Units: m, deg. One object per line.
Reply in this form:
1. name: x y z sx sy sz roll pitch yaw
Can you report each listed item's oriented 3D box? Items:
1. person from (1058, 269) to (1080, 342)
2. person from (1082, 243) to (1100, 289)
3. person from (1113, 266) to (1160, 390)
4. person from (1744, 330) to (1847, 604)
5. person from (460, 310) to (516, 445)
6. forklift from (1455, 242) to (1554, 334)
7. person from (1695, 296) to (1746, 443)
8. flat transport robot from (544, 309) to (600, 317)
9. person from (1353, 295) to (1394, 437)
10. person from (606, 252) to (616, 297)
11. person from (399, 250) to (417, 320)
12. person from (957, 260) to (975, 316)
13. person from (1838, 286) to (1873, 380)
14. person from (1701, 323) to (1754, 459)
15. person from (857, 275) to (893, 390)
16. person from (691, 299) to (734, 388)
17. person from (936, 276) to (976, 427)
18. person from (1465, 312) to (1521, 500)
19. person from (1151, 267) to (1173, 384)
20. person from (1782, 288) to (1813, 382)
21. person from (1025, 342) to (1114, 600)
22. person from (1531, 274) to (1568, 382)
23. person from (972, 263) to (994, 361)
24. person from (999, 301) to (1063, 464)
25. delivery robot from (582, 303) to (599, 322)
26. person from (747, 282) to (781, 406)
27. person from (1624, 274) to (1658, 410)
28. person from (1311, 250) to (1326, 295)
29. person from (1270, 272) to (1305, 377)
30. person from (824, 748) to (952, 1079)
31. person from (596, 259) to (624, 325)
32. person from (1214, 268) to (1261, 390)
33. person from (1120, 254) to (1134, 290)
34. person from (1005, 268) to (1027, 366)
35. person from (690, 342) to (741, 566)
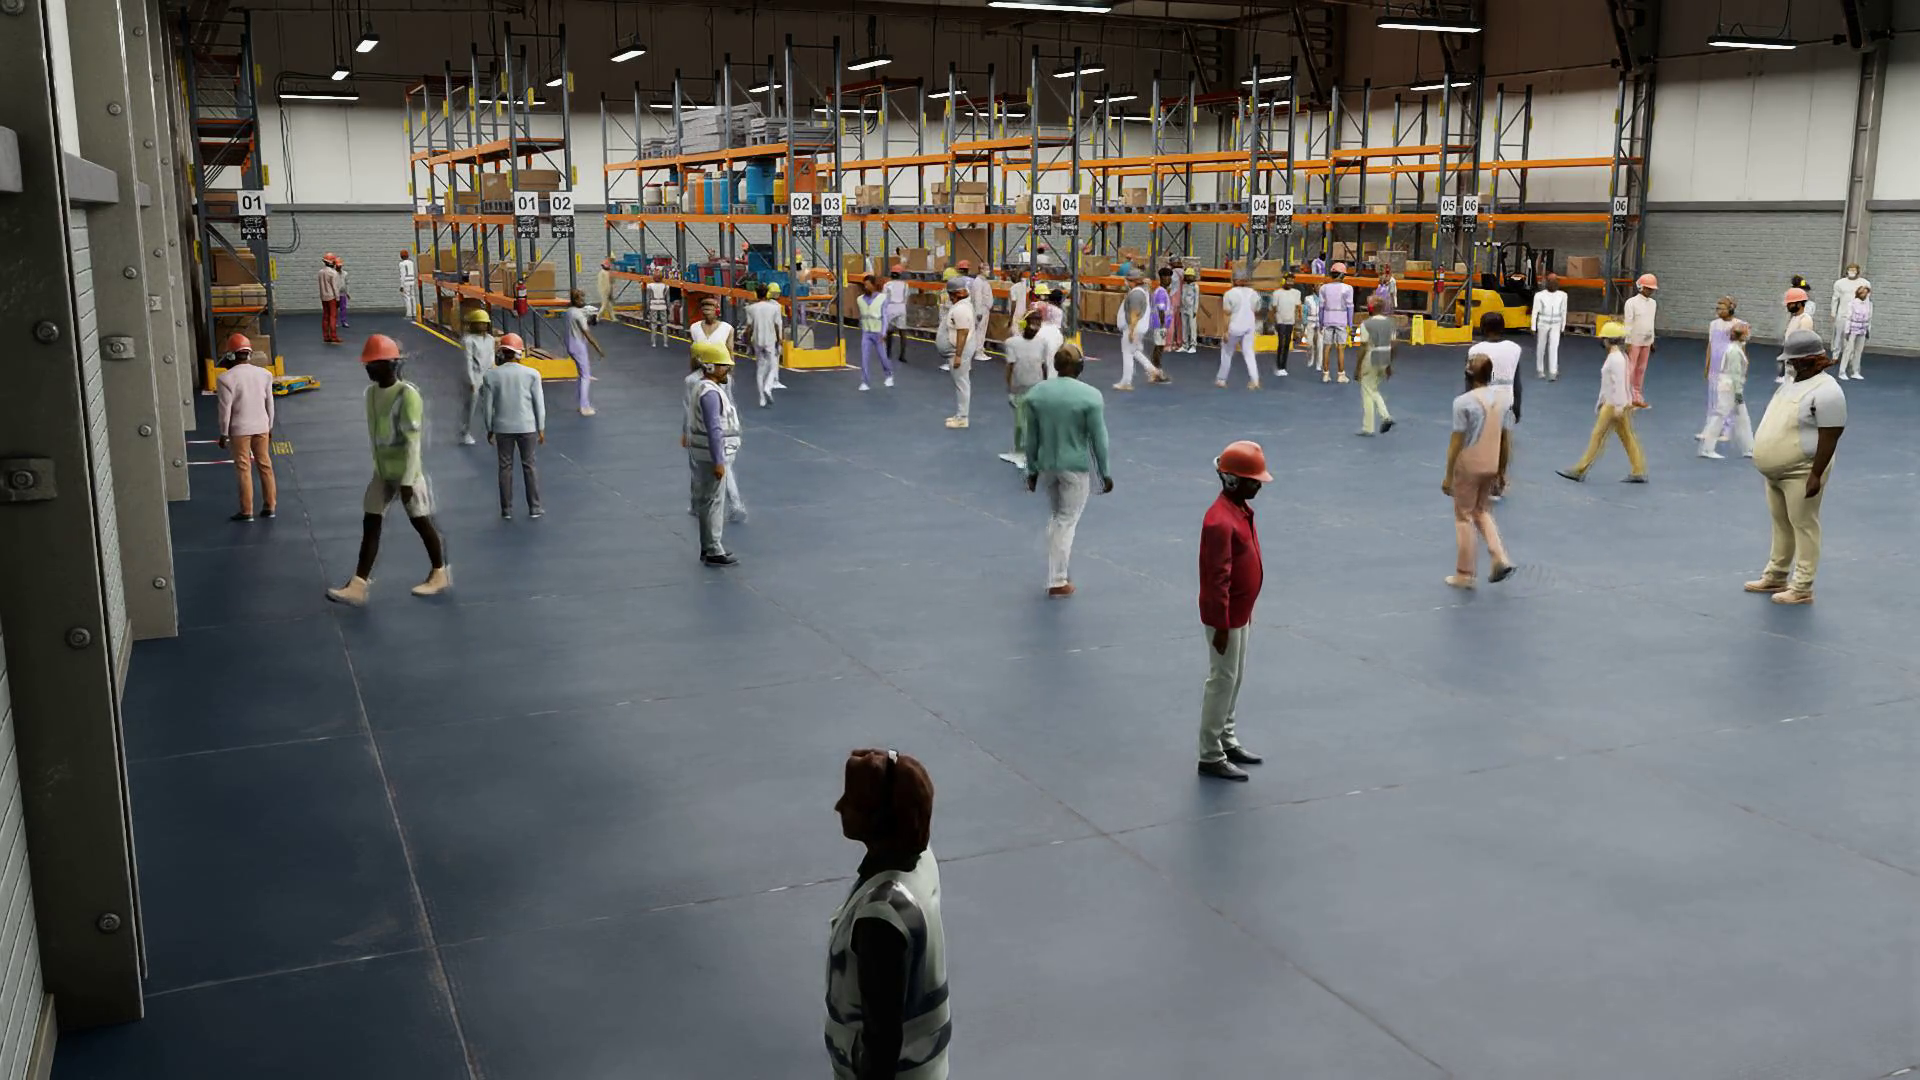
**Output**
1. person: 2.430 -5.259 37.322 0.524 1.620 0.385 0 11 -2
2. person: 3.628 -7.372 47.041 0.621 2.019 0.472 -4 12 -19
3. person: 2.870 -3.467 27.149 0.656 2.000 0.697 4 12 20
4. person: 6.167 -0.553 12.343 0.535 2.000 0.674 0 11 -2
5. person: -5.905 -1.994 20.535 0.930 1.691 0.496 8 14 35
6. forklift: 13.047 -6.049 39.881 2.313 2.155 1.214 -5 12 -23
7. person: 9.612 -2.144 20.944 0.351 1.838 0.507 -6 13 -29
8. flat transport robot: -10.662 -6.259 45.852 1.431 0.197 0.652 2 11 10
9. person: 5.321 -2.234 21.426 0.571 1.833 0.438 -9 14 -37
10. person: -9.871 -7.250 47.078 0.312 1.769 0.522 1 11 6
11. person: -14.968 -6.907 45.037 0.358 1.881 0.574 3 12 15
12. person: 0.080 -4.702 33.718 0.546 1.928 0.384 5 12 22
13. person: 15.527 -3.581 28.791 0.512 1.631 0.321 -2 11 -12
14. person: 9.115 -1.725 19.418 0.805 1.601 0.540 6 13 29
15. person: -1.394 -3.421 27.340 0.594 1.883 0.895 4 12 20
16. person: -3.038 -2.052 20.487 0.563 1.841 0.395 3 12 15
17. person: -0.060 -2.541 22.447 0.536 2.000 0.678 1 11 4
18. person: 5.382 -1.353 16.818 0.608 1.885 0.508 -3 12 -16
19. person: 3.419 -3.633 28.194 0.372 1.962 0.603 1 11 3
20. person: 10.705 -2.269 21.371 0.390 1.925 0.549 2 11 10
21. person: 0.844 -0.525 12.496 0.645 1.915 0.661 9 14 38
22. person: 10.181 -3.678 28.774 0.593 1.832 1.007 2 11 8
23. person: 0.461 -4.474 32.612 0.402 1.906 0.652 2 11 12
24. person: 0.878 -1.780 19.007 0.930 1.870 0.647 7 13 32
25. delivery robot: -9.590 -5.879 42.960 0.477 0.478 0.707 1 11 4
26. person: -2.931 -2.902 24.759 0.524 1.855 0.512 0 11 2
27. person: 9.987 -2.903 24.413 0.610 1.990 0.389 -6 13 -29
28. person: 10.204 -7.262 46.961 0.629 1.836 0.429 -6 13 -27
29. person: 5.781 -3.778 29.280 0.503 1.830 0.855 -2 11 -9
30. person: -0.170 1.286 4.006 0.307 1.645 0.514 1 11 5
31. person: -9.037 -6.376 42.823 0.802 1.684 0.638 -6 13 -27
32. person: 4.599 -3.486 27.248 0.695 2.000 1.022 -4 12 -20
33. person: 4.858 -7.404 48.012 0.613 1.701 0.482 8 14 36
34. person: 1.066 -4.184 31.294 0.340 1.845 0.513 6 13 29
35. person: -2.000 -0.703 13.638 0.404 1.828 0.600 -3 12 -15
